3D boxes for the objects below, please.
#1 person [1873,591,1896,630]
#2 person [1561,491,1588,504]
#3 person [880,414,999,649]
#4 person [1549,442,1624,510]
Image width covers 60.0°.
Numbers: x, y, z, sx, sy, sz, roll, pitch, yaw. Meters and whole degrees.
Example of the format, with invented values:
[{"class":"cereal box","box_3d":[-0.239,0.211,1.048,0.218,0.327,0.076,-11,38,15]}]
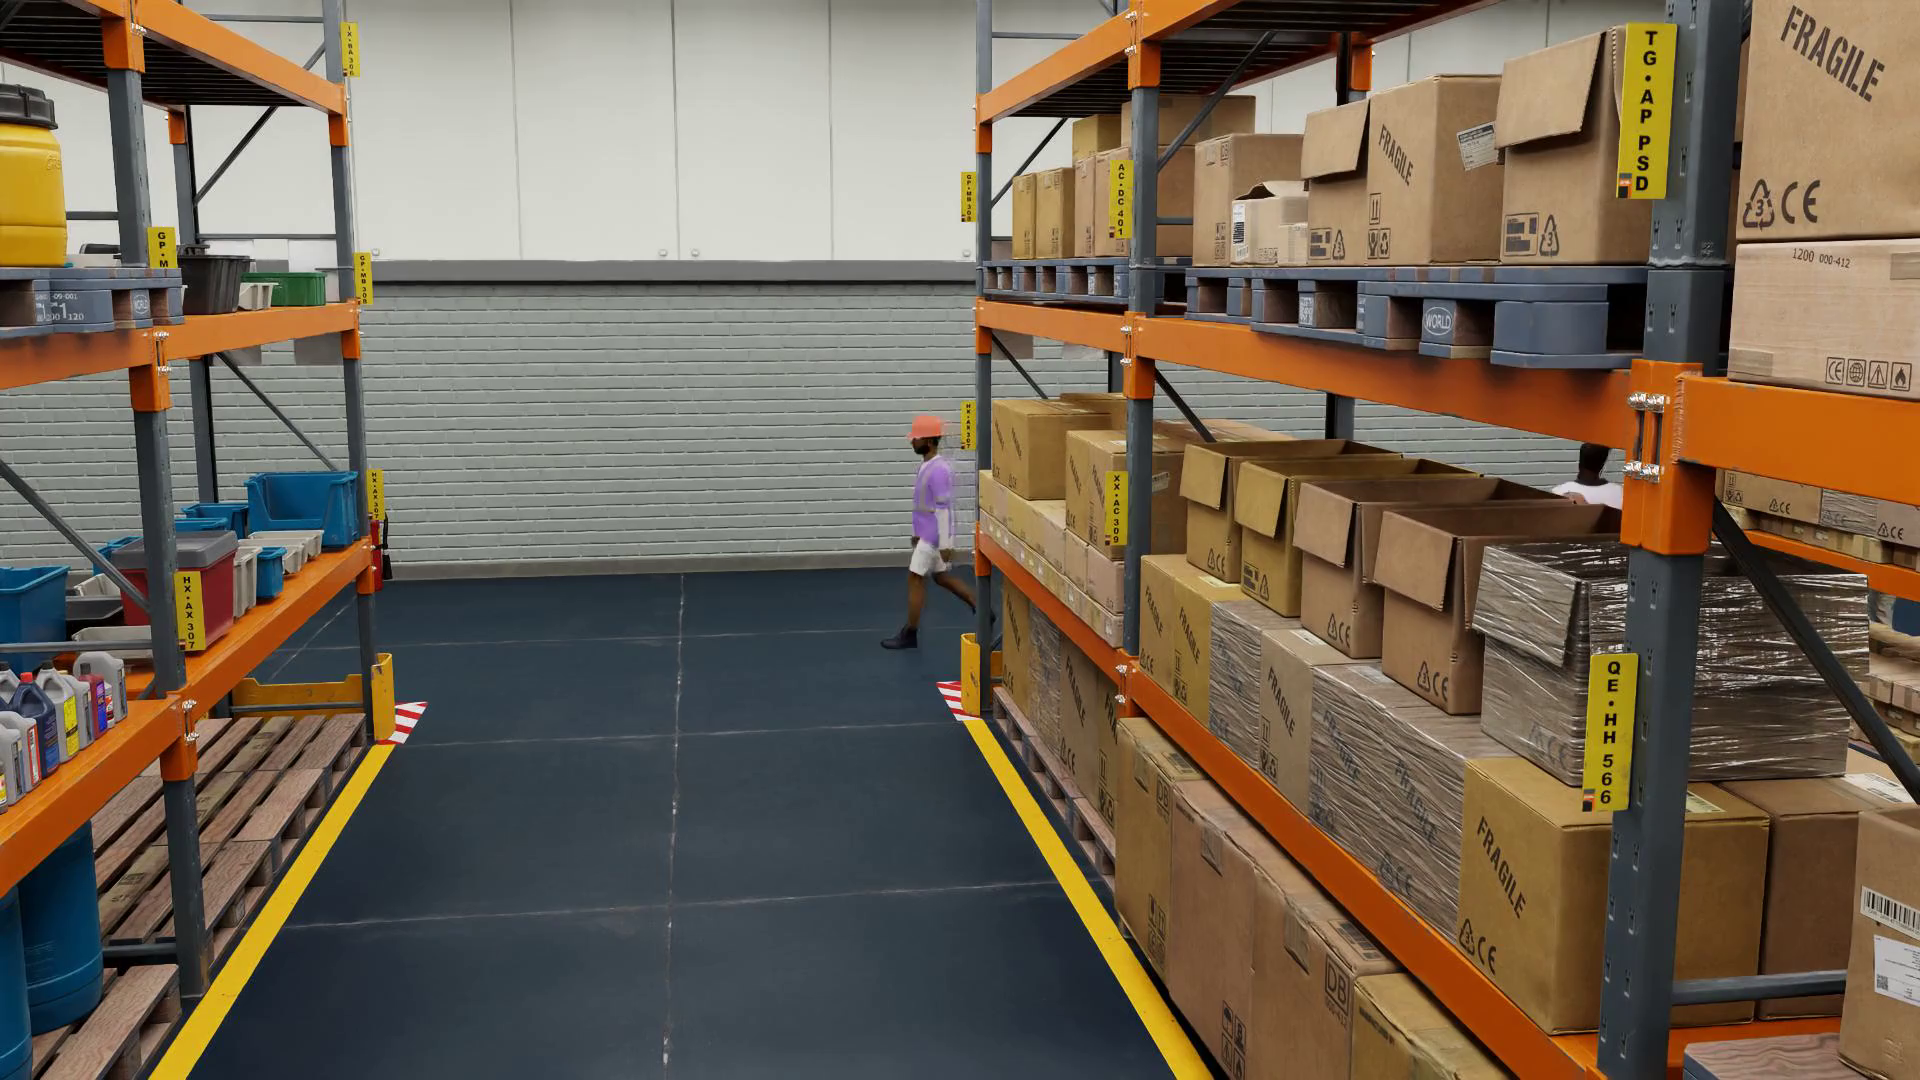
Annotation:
[{"class":"person","box_3d":[6.818,0.224,12.406,0.501,1.621,0.367,-4,10,-22]},{"class":"person","box_3d":[3.911,0.502,10.701,0.521,1.625,0.553,2,9,13]},{"class":"person","box_3d":[-0.151,-0.067,13.345,0.918,1.911,0.542,-1,9,-5]},{"class":"person","box_3d":[4.336,0.240,11.510,0.605,1.889,0.749,0,9,-3]}]
